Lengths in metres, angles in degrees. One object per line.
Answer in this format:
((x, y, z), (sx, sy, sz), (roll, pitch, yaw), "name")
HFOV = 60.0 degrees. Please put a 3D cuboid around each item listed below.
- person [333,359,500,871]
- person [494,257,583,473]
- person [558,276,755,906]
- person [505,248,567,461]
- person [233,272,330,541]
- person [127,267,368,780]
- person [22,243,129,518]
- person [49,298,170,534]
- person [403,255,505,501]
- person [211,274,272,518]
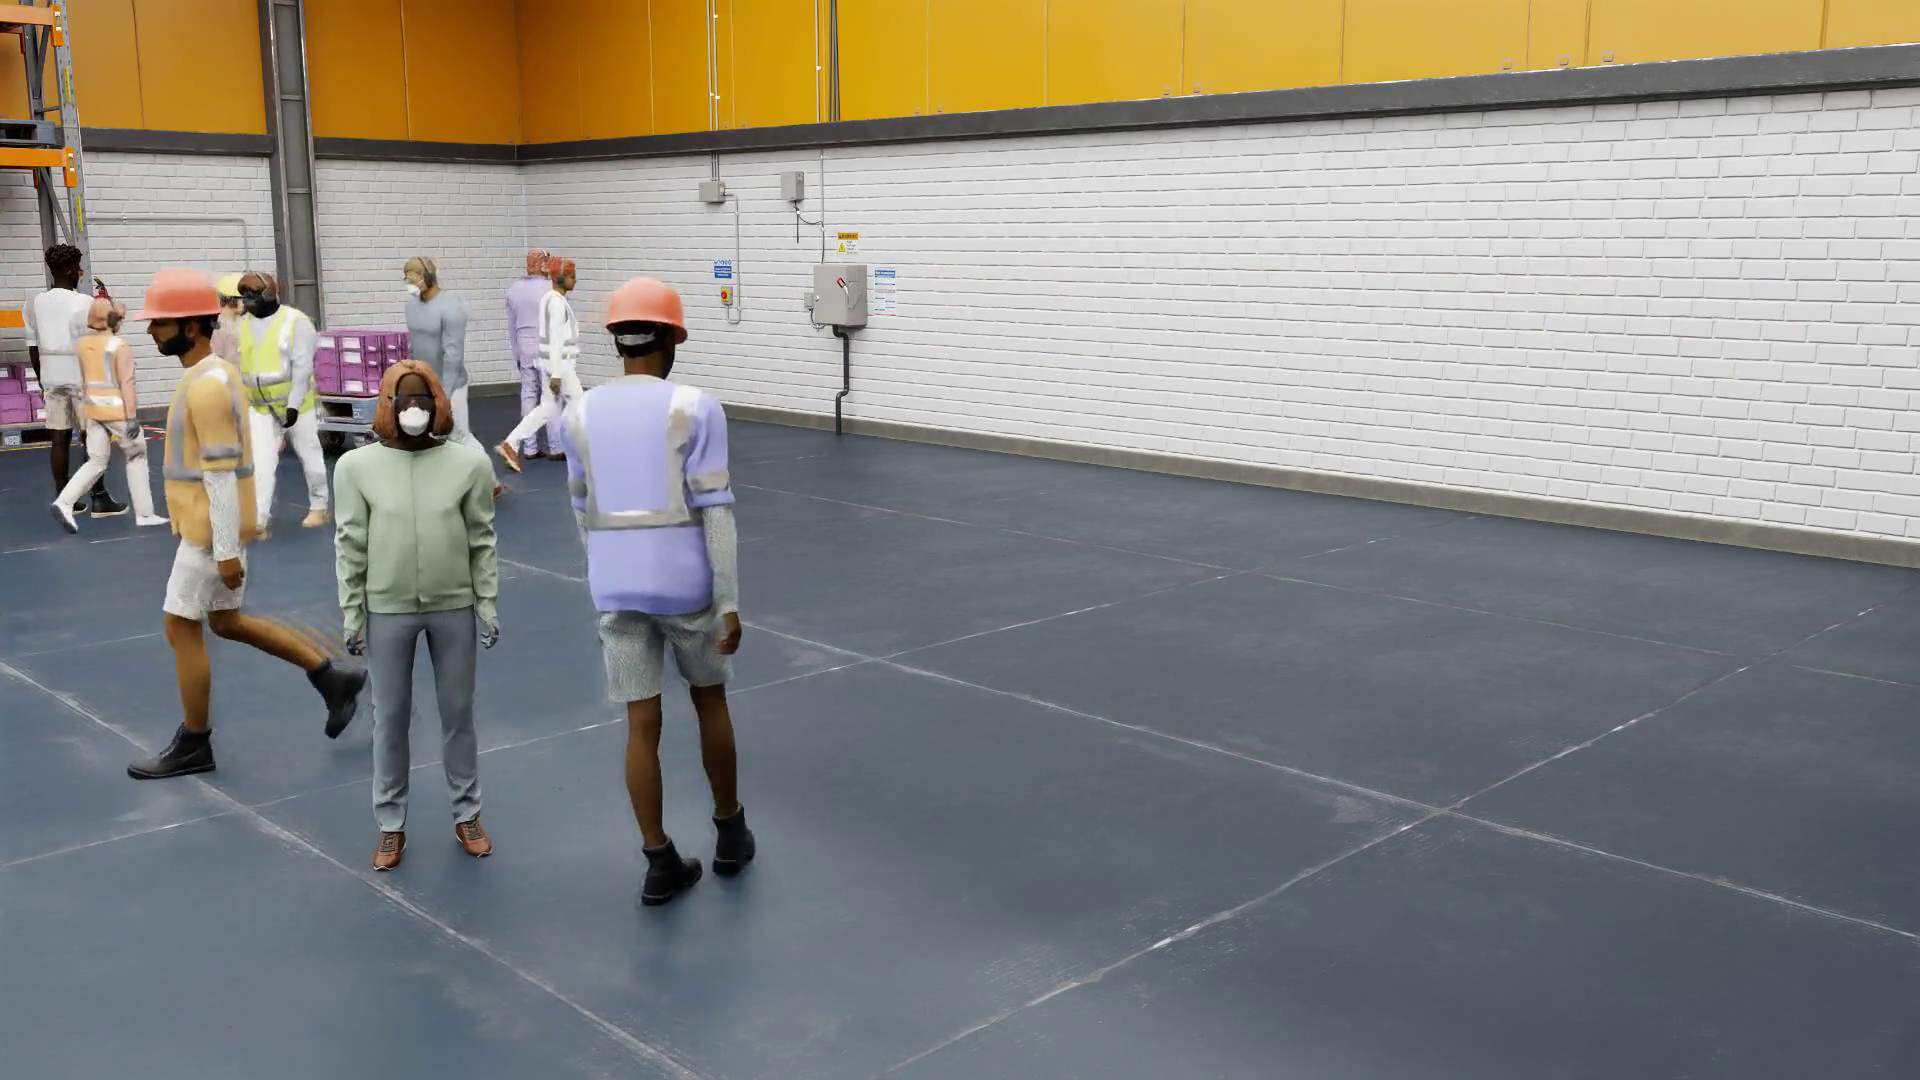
((-1.735, 0.236, 5.360), (0.500, 1.636, 0.284), (-4, 11, -22), "person")
((-3.480, -1.472, 14.115), (0.933, 1.852, 0.590), (-4, 11, -23), "person")
((-0.926, 0.143, 5.177), (0.579, 1.896, 0.694), (2, 11, 9), "person")
((-3.748, -1.657, 14.963), (0.640, 1.904, 0.409), (5, 12, 26), "person")
((-4.610, -0.907, 11.231), (0.613, 1.783, 0.981), (2, 11, 10), "person")
((-2.729, -0.066, 6.263), (0.793, 1.912, 0.549), (-4, 11, -19), "person")
((-6.352, -1.133, 11.925), (0.603, 1.966, 0.368), (2, 11, 9), "person")
((-5.852, -0.842, 11.335), (0.523, 1.609, 0.750), (5, 11, 24), "person")
((-3.735, -1.118, 12.069), (0.644, 1.894, 0.903), (7, 12, 32), "person")
((-5.126, -0.972, 11.661), (0.447, 1.771, 0.531), (-7, 12, -33), "person")
